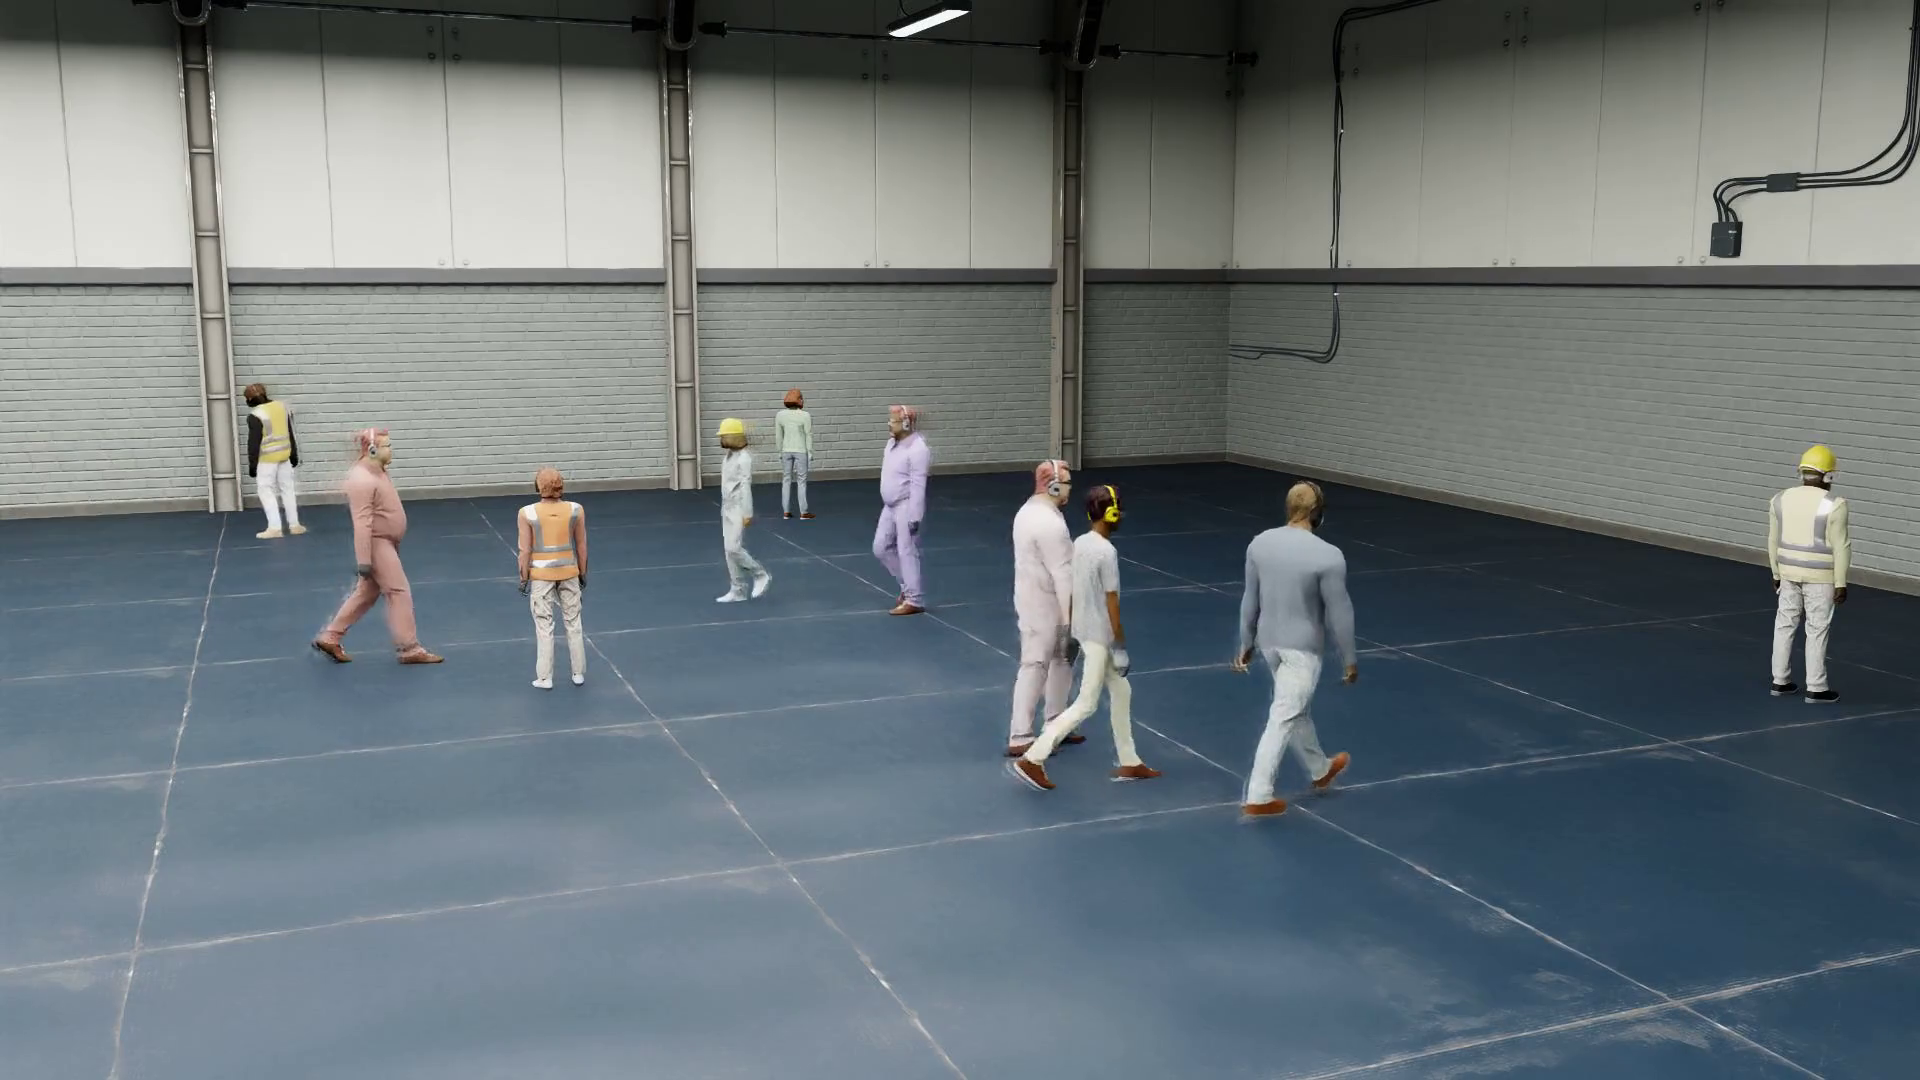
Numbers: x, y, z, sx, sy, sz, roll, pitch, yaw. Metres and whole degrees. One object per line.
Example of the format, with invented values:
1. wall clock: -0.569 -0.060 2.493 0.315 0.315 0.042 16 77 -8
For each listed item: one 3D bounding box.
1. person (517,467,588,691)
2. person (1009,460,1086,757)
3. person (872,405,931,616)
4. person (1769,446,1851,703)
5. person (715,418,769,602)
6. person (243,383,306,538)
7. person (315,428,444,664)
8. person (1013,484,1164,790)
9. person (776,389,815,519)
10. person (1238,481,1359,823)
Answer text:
1. person: -2.981 0.282 12.202 0.520 1.639 0.312 -5 10 -30
2. person: 0.610 0.441 10.461 0.706 1.885 0.667 -1 9 -7
3. person: -0.531 -0.263 14.831 0.427 1.891 0.675 -5 10 -27
4. person: 6.057 0.244 11.847 0.403 1.830 0.591 -5 10 -30
5. person: -2.061 -0.270 15.385 0.413 1.726 0.498 -5 10 -30
6. person: -7.978 -0.930 19.338 0.433 1.811 0.773 3 9 16
7. person: -4.574 0.056 12.922 0.939 1.873 0.655 -2 9 -12
8. person: 0.760 0.582 9.802 0.955 1.824 0.522 -2 9 -14
9. person: -2.050 -1.068 20.698 0.497 1.632 0.289 3 10 20
10. person: 1.961 0.607 9.370 1.012 1.884 0.659 -7 11 -36
